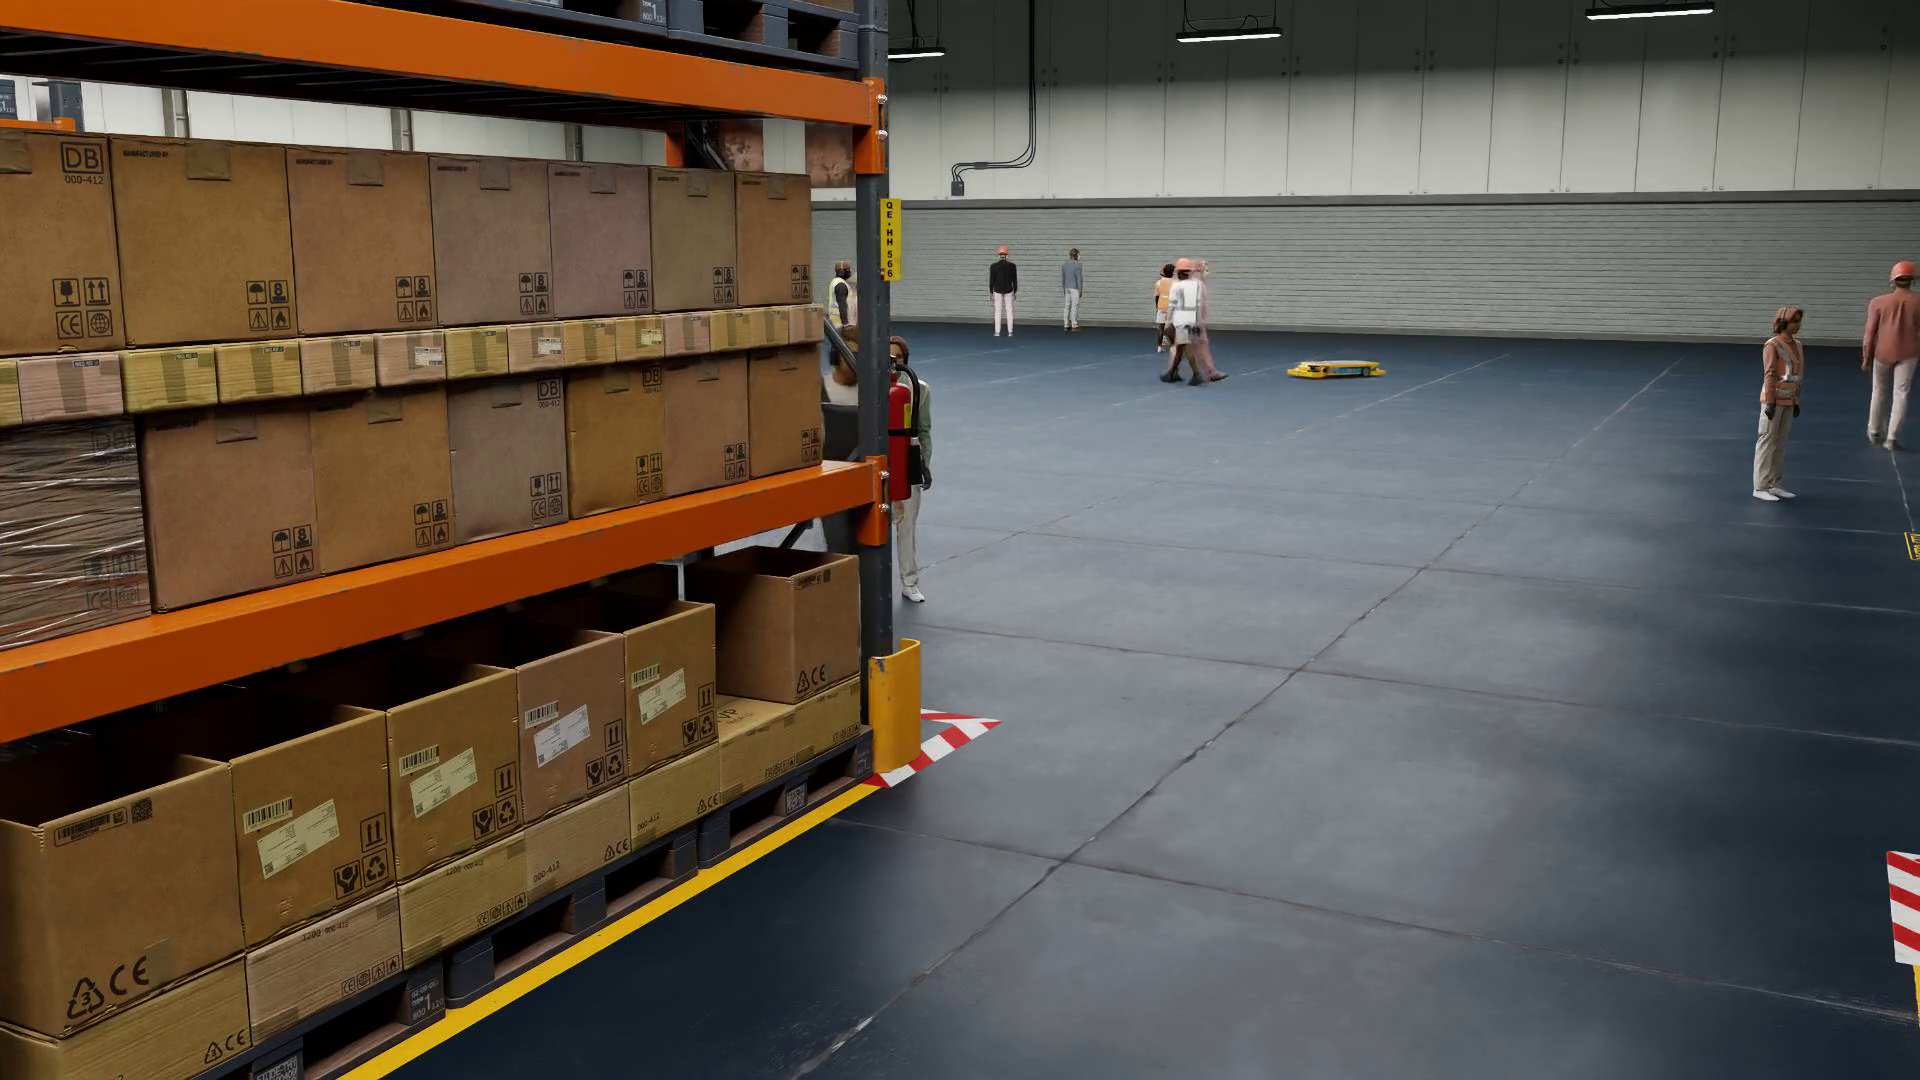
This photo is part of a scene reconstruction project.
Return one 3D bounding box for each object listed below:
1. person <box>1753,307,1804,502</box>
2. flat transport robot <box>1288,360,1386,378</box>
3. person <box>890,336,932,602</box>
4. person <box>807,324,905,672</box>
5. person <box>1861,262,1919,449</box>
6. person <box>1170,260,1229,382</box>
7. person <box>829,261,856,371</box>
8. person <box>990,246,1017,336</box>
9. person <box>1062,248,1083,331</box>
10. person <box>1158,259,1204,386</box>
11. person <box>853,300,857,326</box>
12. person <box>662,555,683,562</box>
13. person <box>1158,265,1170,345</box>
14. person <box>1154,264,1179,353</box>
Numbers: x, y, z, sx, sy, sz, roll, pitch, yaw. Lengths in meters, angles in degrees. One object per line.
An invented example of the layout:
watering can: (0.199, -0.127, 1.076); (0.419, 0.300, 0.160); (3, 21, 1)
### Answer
person: (6.965, -1.156, 14.132); (0.514, 1.644, 0.307); (-9, 13, -39)
flat transport robot: (6.001, -2.730, 26.460); (1.431, 0.197, 0.652); (-5, 11, -24)
person: (-0.416, -0.424, 10.152); (0.514, 1.641, 0.308); (-3, 11, -18)
person: (-0.563, -0.224, 8.671); (0.502, 1.781, 1.000); (-4, 11, -23)
person: (9.971, -1.968, 17.718); (0.656, 1.943, 0.993); (5, 11, 25)
person: (3.664, -3.343, 25.502); (0.976, 1.851, 0.728); (-2, 11, -9)
person: (-1.803, -3.372, 25.674); (0.429, 1.845, 0.621); (-2, 11, -12)
person: (0.964, -5.532, 37.039); (0.621, 1.990, 0.396); (-1, 10, -3)
person: (2.641, -5.861, 38.987); (0.350, 1.935, 0.635); (-8, 13, -37)
person: (3.352, -3.268, 24.985); (0.556, 1.887, 1.001); (-7, 13, -34)
person: (-1.234, -2.727, 22.502); (0.546, 1.720, 0.918); (9, 14, 42)
person: (-2.211, -0.823, 11.305); (0.924, 2.009, 0.636); (-4, 11, -20)
person: (4.245, -4.847, 34.286); (0.284, 1.633, 0.497); (-1, 10, -7)
person: (3.967, -4.406, 31.710); (0.541, 1.695, 0.315); (6, 12, 31)
